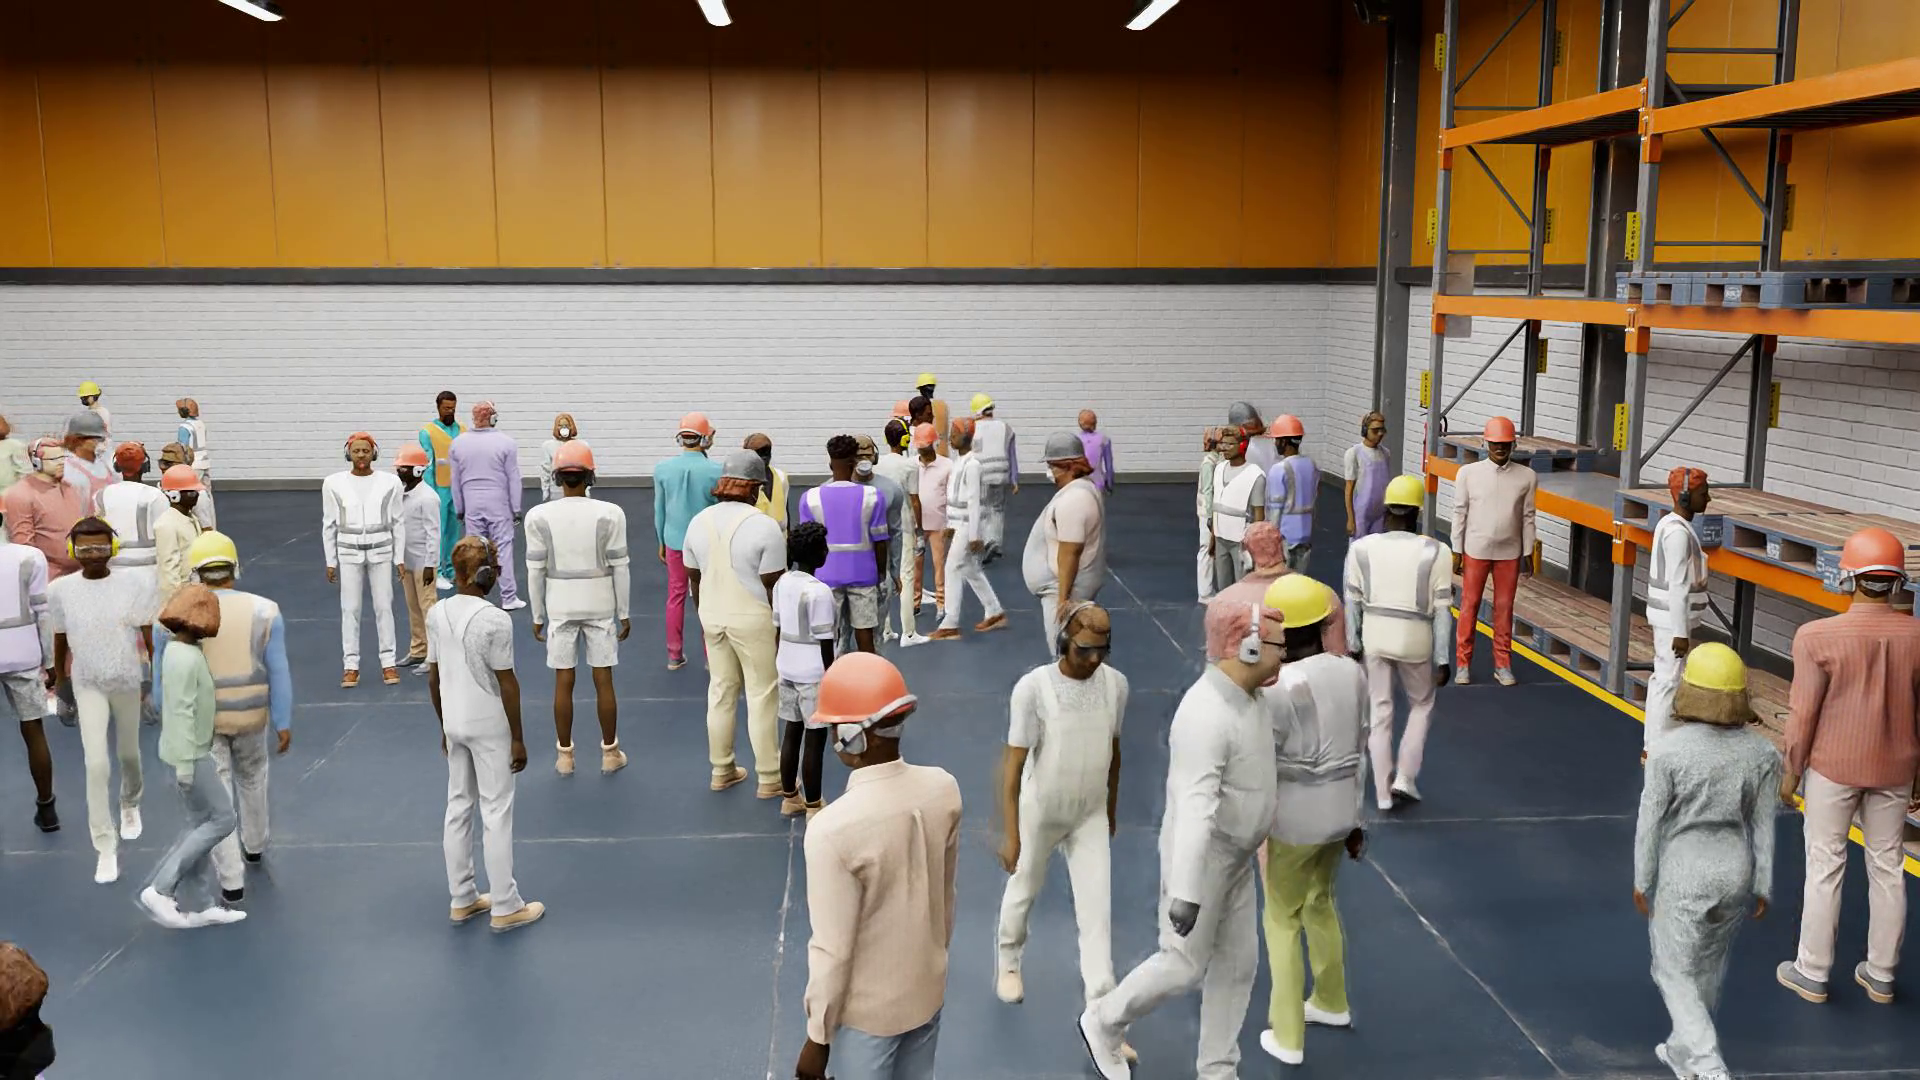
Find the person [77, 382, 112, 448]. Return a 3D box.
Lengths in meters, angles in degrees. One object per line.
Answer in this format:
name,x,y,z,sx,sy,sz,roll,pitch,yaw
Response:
person,-10.363,-1.020,19.953,0.527,1.759,0.339,5,10,29

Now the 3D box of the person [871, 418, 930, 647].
person,-0.500,-0.063,13.592,0.513,1.872,0.328,6,11,32

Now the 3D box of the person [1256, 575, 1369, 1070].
person,1.297,1.065,6.446,0.597,1.895,0.491,-9,13,-44

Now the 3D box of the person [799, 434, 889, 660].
person,-0.780,0.261,11.278,0.601,1.958,0.388,0,9,-2

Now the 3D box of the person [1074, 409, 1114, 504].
person,1.346,-0.573,17.559,0.543,1.625,0.363,-1,9,-7

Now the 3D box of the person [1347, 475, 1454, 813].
person,2.484,0.583,9.387,0.618,1.909,0.456,5,10,29

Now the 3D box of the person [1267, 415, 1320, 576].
person,2.592,-0.028,13.193,0.547,1.928,0.378,-8,12,-41

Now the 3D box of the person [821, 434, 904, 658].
person,-0.682,0.231,11.531,0.632,1.940,0.372,-3,10,-21

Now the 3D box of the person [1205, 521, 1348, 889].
person,1.511,0.850,7.835,0.730,1.873,0.417,1,9,8

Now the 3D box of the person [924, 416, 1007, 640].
person,0.065,-0.102,13.867,0.716,1.878,0.592,-1,9,-5

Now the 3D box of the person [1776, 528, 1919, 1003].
person,3.719,0.941,6.893,0.612,1.995,0.376,1,9,4

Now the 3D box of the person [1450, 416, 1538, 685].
person,3.938,0.081,12.288,0.609,1.995,0.378,1,9,5

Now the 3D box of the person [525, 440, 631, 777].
person,-2.290,0.417,10.033,0.605,2.045,0.372,-1,9,-6

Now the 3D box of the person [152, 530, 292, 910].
person,-3.622,0.835,8.161,0.595,1.786,0.885,-5,10,-29

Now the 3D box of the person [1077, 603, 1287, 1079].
person,0.802,1.145,6.069,0.734,1.862,0.740,4,10,22

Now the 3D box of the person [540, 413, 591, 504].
person,-4.000,-0.474,16.908,0.499,1.633,0.286,-3,9,-17

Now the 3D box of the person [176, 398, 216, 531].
person,-8.757,-0.808,19.031,0.318,1.630,0.510,0,9,0

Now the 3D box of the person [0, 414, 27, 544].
person,-9.875,-0.513,17.199,0.505,1.620,0.465,1,9,6

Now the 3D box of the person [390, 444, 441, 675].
person,-4.147,0.139,12.674,0.318,1.756,0.559,-8,12,-42

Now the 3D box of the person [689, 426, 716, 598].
person,-2.439,-0.274,15.632,0.314,1.639,0.516,-1,9,-5

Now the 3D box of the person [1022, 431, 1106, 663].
person,0.674,0.286,10.865,0.536,2.000,0.686,2,9,13

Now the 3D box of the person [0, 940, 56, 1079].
person,-1.786,1.627,3.100,0.450,1.828,0.655,-2,9,-14

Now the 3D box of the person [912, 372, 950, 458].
person,-0.369,-0.997,19.378,0.421,1.897,0.616,7,12,39

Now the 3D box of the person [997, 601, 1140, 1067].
person,0.393,1.093,6.614,0.567,1.785,1.005,-3,10,-21

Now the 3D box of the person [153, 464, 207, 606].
person,-5.242,0.359,11.297,0.327,1.752,0.562,-2,9,-10

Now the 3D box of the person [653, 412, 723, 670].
person,-2.041,0.015,12.746,0.605,1.986,0.403,1,9,6

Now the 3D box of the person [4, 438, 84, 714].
person,-6.278,0.240,11.570,0.409,1.909,0.640,1,9,6

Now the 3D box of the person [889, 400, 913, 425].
person,-0.562,-0.558,17.059,0.327,1.753,0.563,-3,9,-16

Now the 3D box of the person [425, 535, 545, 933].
person,-2.212,0.892,7.683,0.506,1.842,0.346,5,10,26

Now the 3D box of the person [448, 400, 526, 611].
person,-4.241,-0.305,14.989,0.639,1.911,0.402,1,9,8

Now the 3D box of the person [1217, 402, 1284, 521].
person,2.428,-0.197,13.895,0.693,2.000,0.935,-5,10,-27

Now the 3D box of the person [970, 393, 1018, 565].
person,0.345,-0.634,17.444,0.624,1.793,0.745,-3,10,-20

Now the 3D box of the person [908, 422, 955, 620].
person,-0.287,-0.164,14.588,0.572,1.749,0.342,2,9,14

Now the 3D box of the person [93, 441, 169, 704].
person,-5.701,0.250,11.578,0.584,1.882,0.345,2,9,12

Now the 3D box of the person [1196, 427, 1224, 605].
person,2.325,-0.220,15.293,0.308,1.641,0.517,3,9,16

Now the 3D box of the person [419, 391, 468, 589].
person,-4.995,-0.495,16.158,0.394,1.916,0.590,4,10,23

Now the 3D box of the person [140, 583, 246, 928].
person,-3.541,1.003,7.674,0.379,1.608,0.549,-4,10,-24

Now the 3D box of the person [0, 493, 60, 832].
person,-5.172,0.650,8.944,0.549,1.929,0.387,-6,11,-32

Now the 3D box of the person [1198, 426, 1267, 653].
person,2.187,0.024,13.139,0.389,1.839,0.563,-5,11,-31

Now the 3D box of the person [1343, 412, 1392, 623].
person,3.572,-0.203,14.552,0.506,1.844,0.345,-6,11,-34

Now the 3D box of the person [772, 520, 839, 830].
person,-0.826,0.735,9.120,0.315,1.696,0.541,-6,11,-35

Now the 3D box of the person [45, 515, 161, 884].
person,-4.410,0.758,8.615,0.510,1.830,0.953,-5,10,-27

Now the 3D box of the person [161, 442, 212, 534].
person,-5.535,0.219,11.889,0.520,1.845,0.331,6,11,35

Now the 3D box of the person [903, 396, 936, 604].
person,-0.390,-0.372,15.375,0.392,1.919,0.593,0,9,-3

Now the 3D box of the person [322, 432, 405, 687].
person,-4.385,0.140,12.267,0.576,1.885,0.355,-3,10,-20

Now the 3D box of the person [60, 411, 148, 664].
person,-6.483,0.004,12.631,0.903,2.000,0.704,0,9,-1

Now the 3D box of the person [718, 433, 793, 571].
person,-1.523,0.105,12.623,0.633,1.841,0.429,-8,12,-42

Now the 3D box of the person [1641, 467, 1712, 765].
person,4.322,0.497,10.028,0.344,1.882,0.584,3,10,18

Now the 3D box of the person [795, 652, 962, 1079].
person,-0.237,1.292,4.704,0.384,1.991,0.609,6,11,35

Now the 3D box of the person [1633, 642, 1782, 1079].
person,2.692,1.227,5.972,0.494,1.718,0.771,0,9,-1

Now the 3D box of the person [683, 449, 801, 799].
person,-1.232,0.470,9.706,0.676,2.000,0.536,5,11,30
